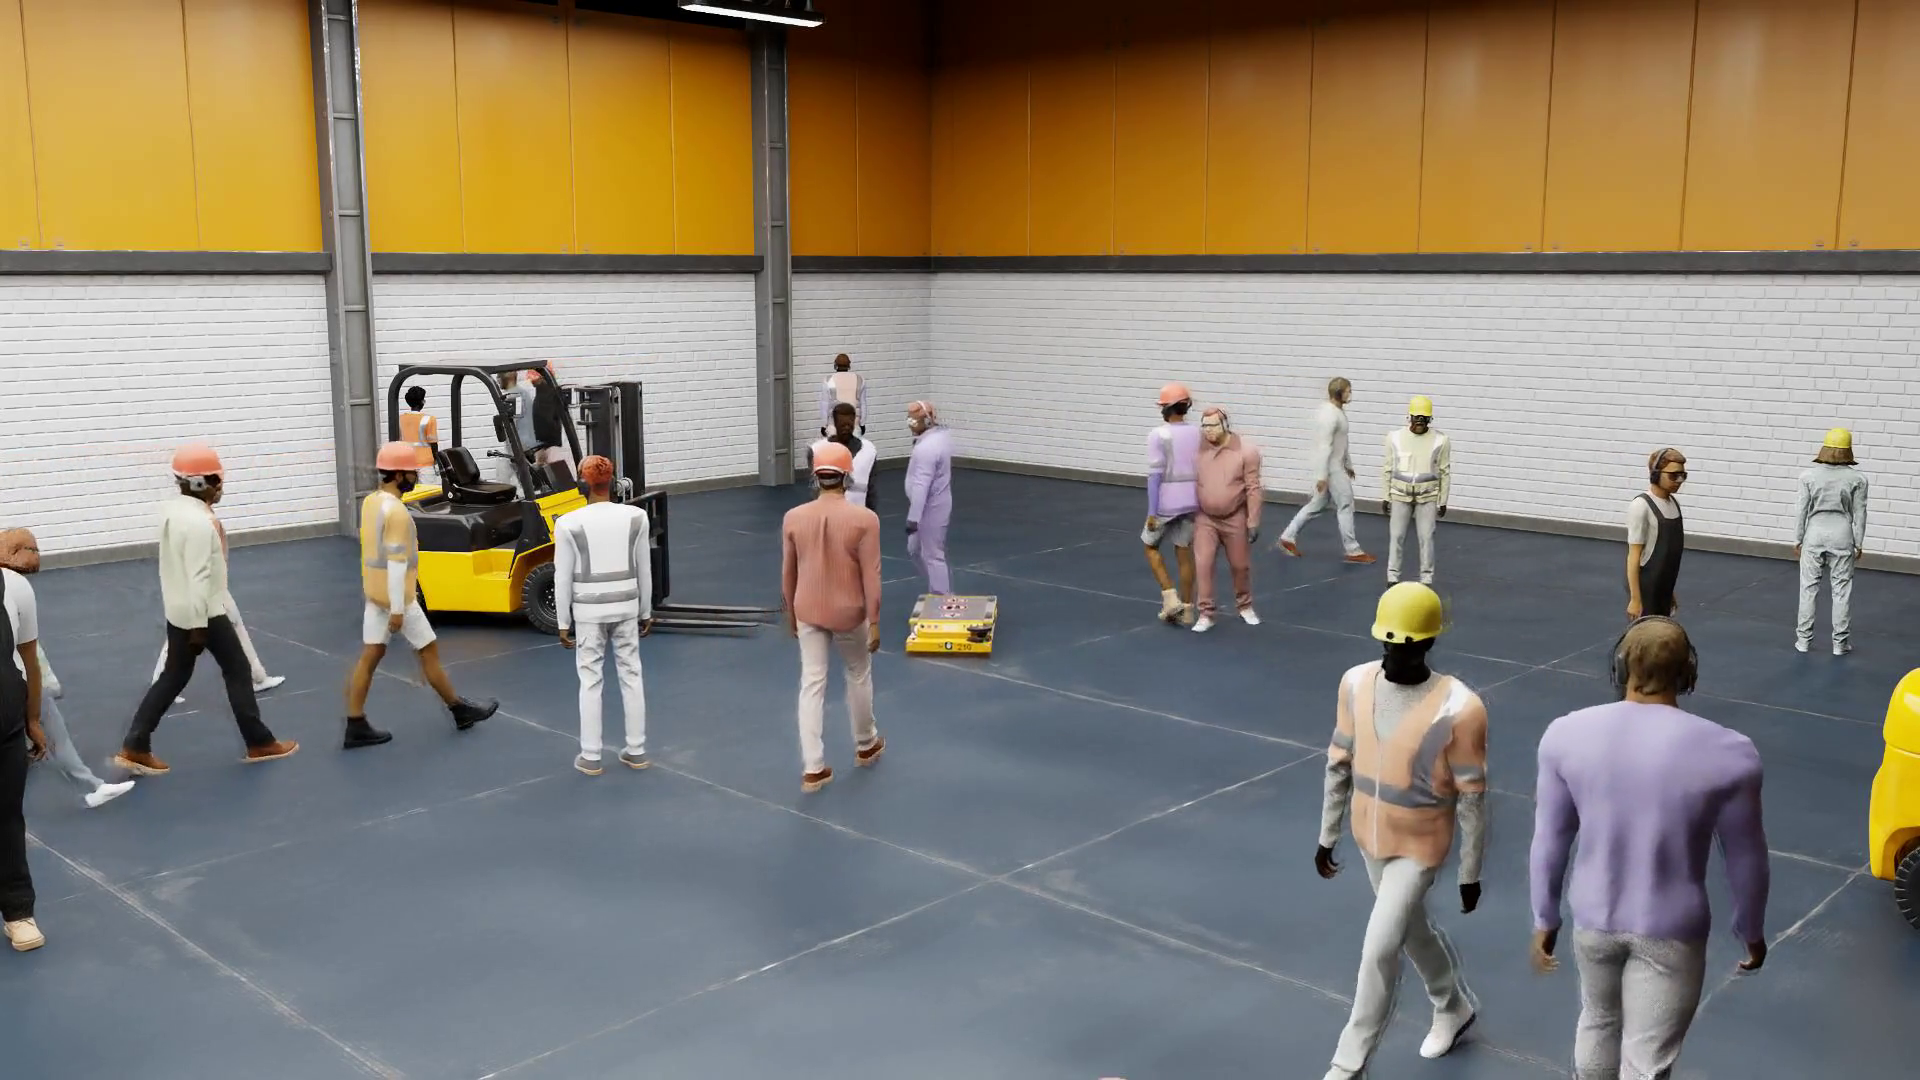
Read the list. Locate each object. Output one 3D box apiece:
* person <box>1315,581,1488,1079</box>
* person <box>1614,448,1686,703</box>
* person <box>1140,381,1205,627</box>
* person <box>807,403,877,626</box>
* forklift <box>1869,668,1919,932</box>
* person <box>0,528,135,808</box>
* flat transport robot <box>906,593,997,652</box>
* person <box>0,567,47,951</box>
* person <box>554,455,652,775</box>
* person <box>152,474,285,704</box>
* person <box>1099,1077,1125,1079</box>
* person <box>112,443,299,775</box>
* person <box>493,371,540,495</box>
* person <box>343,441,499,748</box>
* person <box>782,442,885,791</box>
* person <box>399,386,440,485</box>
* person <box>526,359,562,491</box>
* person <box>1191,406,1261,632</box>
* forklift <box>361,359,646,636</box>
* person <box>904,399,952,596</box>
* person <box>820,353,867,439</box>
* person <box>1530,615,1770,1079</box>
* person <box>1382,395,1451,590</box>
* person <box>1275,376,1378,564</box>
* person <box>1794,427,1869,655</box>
[{"bbox_3d":[1.610,1.053,5.961,0.994,1.881,0.598,-7,11,-35],"label":"person"},{"bbox_3d":[4.351,0.336,10.459,0.514,1.842,0.324,-8,12,-40],"label":"person"},{"bbox_3d":[1.770,-0.288,13.712,0.625,2.025,0.448,-5,10,-27],"label":"person"},{"bbox_3d":[-0.912,-0.146,13.312,0.596,1.872,0.936,-2,10,-14],"label":"person"},{"bbox_3d":[5.205,0.723,7.013,2.313,2.155,1.214,9,13,43],"label":"forklift"},{"bbox_3d":[-4.984,0.726,8.862,0.903,1.579,0.505,-4,10,-22],"label":"person"},{"bbox_3d":[-0.048,0.649,13.343,0.652,0.197,1.431,1,9,3],"label":"flat transport robot"},{"bbox_3d":[-4.238,0.792,7.057,0.676,2.000,0.536,-7,12,-37],"label":"person"},{"bbox_3d":[-2.077,0.440,9.721,0.579,1.879,0.349,-5,10,-27],"label":"person"},{"bbox_3d":[-5.145,0.323,11.333,0.514,1.589,0.893,7,12,39],"label":"person"},{"bbox_3d":[0.176,1.633,2.273,0.587,1.909,0.729,8,12,40],"label":"person"},{"bbox_3d":[-4.500,0.403,9.738,0.990,1.953,0.609,-9,13,-44],"label":"person"},{"bbox_3d":[-4.918,-0.972,18.272,0.700,1.909,0.698,2,9,10],"label":"person"},{"bbox_3d":[-3.432,0.324,10.370,0.989,1.884,0.562,-7,12,-37],"label":"person"},{"bbox_3d":[-0.709,0.409,9.660,0.644,1.948,0.949,2,10,14],"label":"person"},{"bbox_3d":[-5.862,-0.818,18.004,0.531,1.694,0.320,3,10,20],"label":"person"},{"bbox_3d":[-4.685,-1.119,19.124,0.907,1.949,0.629,-5,10,-26],"label":"person"},{"bbox_3d":[2.180,-0.189,13.679,0.660,1.859,0.719,4,10,24],"label":"person"},{"bbox_3d":[-3.850,-0.407,13.936,2.313,2.155,1.214,2,9,11],"label":"forklift"},{"bbox_3d":[-0.264,-0.249,13.972,0.452,1.873,0.673,0,9,2],"label":"person"},{"bbox_3d":[-1.539,-1.533,21.920,0.633,1.842,0.429,-3,10,-19],"label":"person"},{"bbox_3d":[2.153,1.171,5.174,0.655,1.903,0.911,7,12,38],"label":"person"},{"bbox_3d":[4.120,-0.400,15.044,0.596,1.825,0.403,3,10,19],"label":"person"},{"bbox_3d":[3.678,-0.707,16.719,1.001,1.904,0.644,2,10,14],"label":"person"},{"bbox_3d":[6.680,0.005,12.788,0.490,1.743,0.324,6,11,31],"label":"person"}]
